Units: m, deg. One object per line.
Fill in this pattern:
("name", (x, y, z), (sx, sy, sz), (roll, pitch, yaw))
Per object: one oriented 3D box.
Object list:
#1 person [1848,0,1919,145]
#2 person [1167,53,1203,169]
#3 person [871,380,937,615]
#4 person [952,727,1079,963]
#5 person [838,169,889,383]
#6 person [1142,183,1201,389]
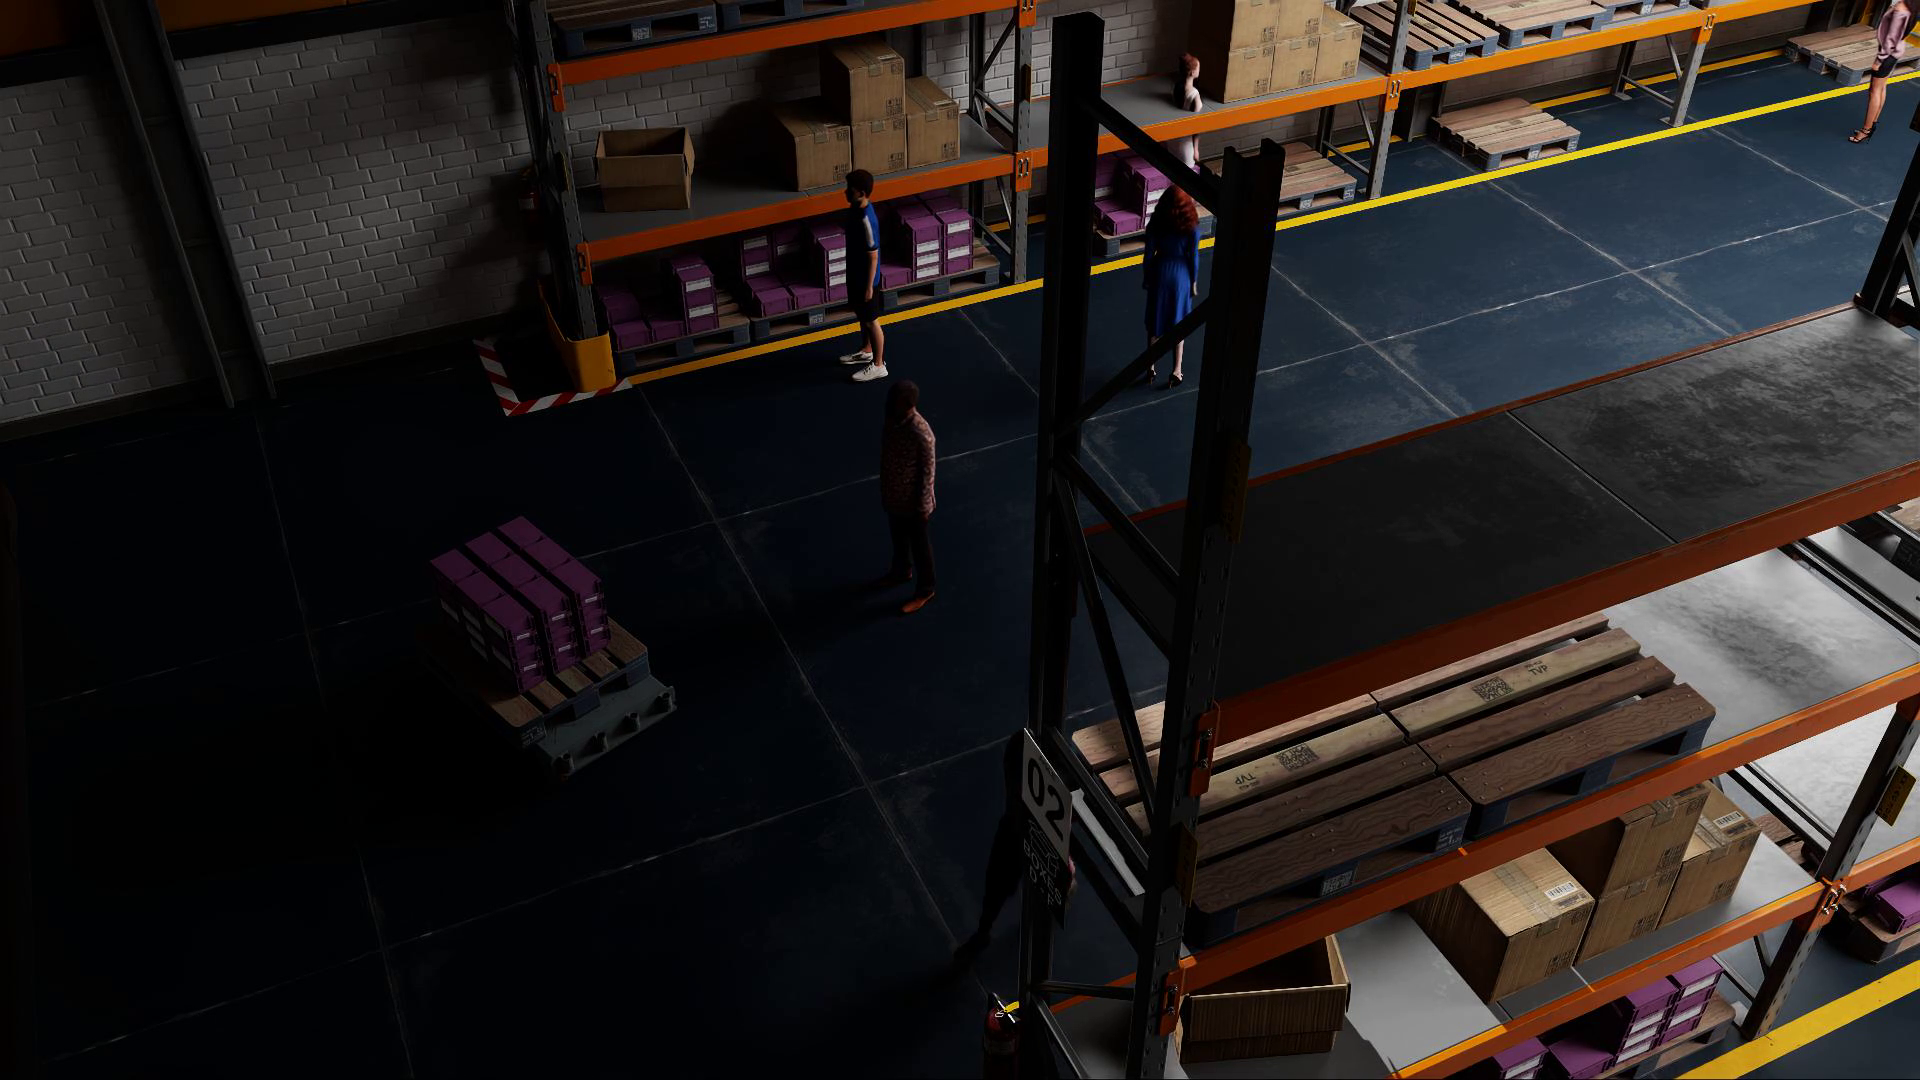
("person", (9.633, -5.007, 17.265), (0.756, 1.811, 0.604), (30, 47, 32))
("person", (2.075, -3.720, 15.671), (0.492, 1.790, 0.552), (-16, 41, -19))
("person", (-0.356, -0.333, 11.415), (0.648, 1.808, 0.732), (-24, 45, -27))
("person", (0.459, 1.592, 9.173), (0.878, 1.597, 1.212), (31, 48, 33))
("person", (-0.789, -2.193, 13.698), (0.574, 1.866, 0.647), (-14, 41, -17))
("person", (1.700, -2.056, 13.556), (0.709, 1.828, 0.769), (13, 40, 16))
